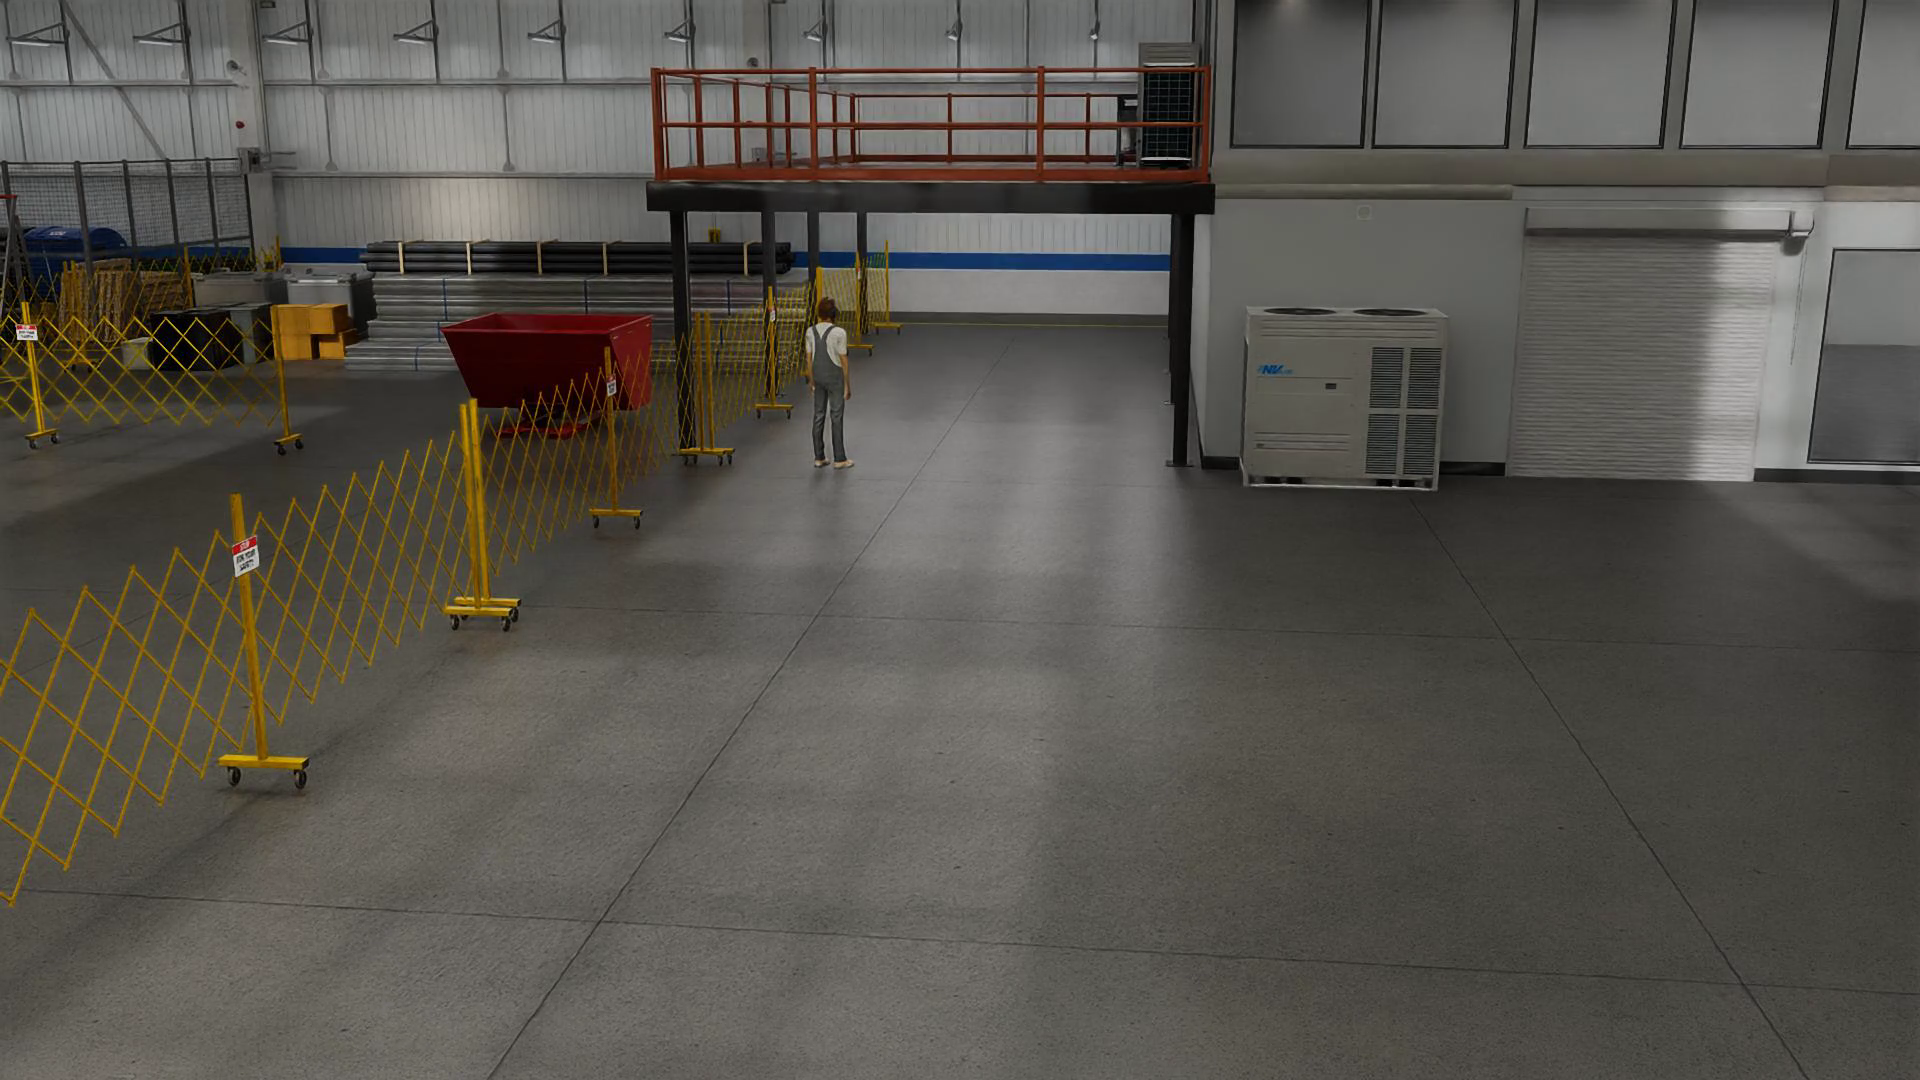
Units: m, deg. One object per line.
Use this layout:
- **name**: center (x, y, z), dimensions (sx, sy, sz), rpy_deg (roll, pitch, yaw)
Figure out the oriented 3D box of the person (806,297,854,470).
- **person**: center (-1.396, -1.672, 17.781), dimensions (0.507, 1.847, 0.345), rpy_deg (6, 15, 25)
